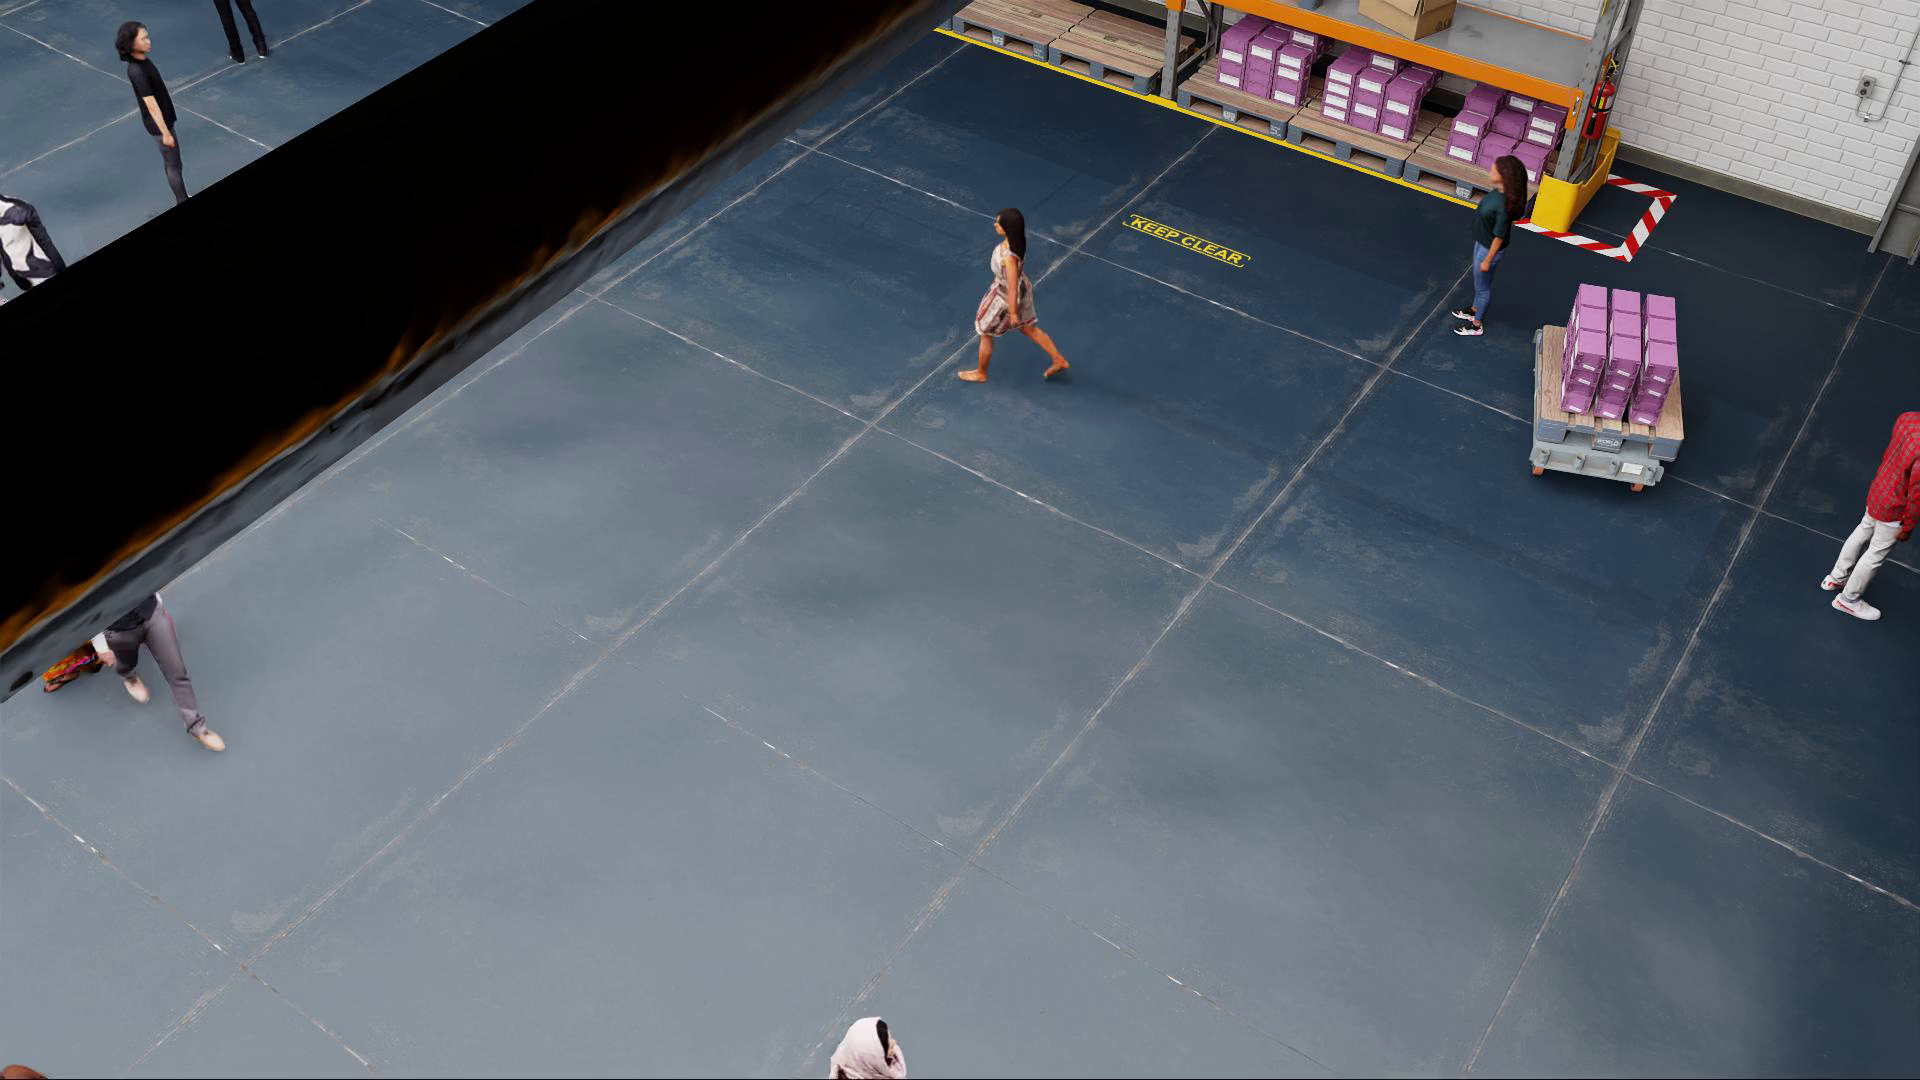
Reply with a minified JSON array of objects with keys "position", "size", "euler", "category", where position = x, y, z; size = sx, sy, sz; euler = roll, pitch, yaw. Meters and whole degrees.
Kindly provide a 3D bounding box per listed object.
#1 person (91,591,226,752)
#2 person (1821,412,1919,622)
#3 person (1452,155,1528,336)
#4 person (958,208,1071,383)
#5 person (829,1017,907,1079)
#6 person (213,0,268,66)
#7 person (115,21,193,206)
[{"position":[-5.174,0.454,10.261],"size":[1.258,1.913,0.711],"euler":[30,51,28],"category":"person"},{"position":[6.220,-0.265,11.085],"size":[0.752,1.817,0.752],"euler":[5,44,5],"category":"person"},{"position":[4.296,-2.384,13.455],"size":[0.702,1.616,0.684],"euler":[10,44,10],"category":"person"},{"position":[0.480,-1.870,12.922],"size":[1.203,1.608,0.940],"euler":[7,44,7],"category":"person"},{"position":[-0.509,2.793,8.037],"size":[1.111,1.594,1.088],"euler":[-10,45,-11],"category":"person"},{"position":[-7.445,-5.694,16.797],"size":[0.684,1.799,0.659],"euler":[-26,50,-25],"category":"person"},{"position":[-7.080,-3.713,14.692],"size":[0.764,1.834,0.652],"euler":[-16,46,-16],"category":"person"}]
